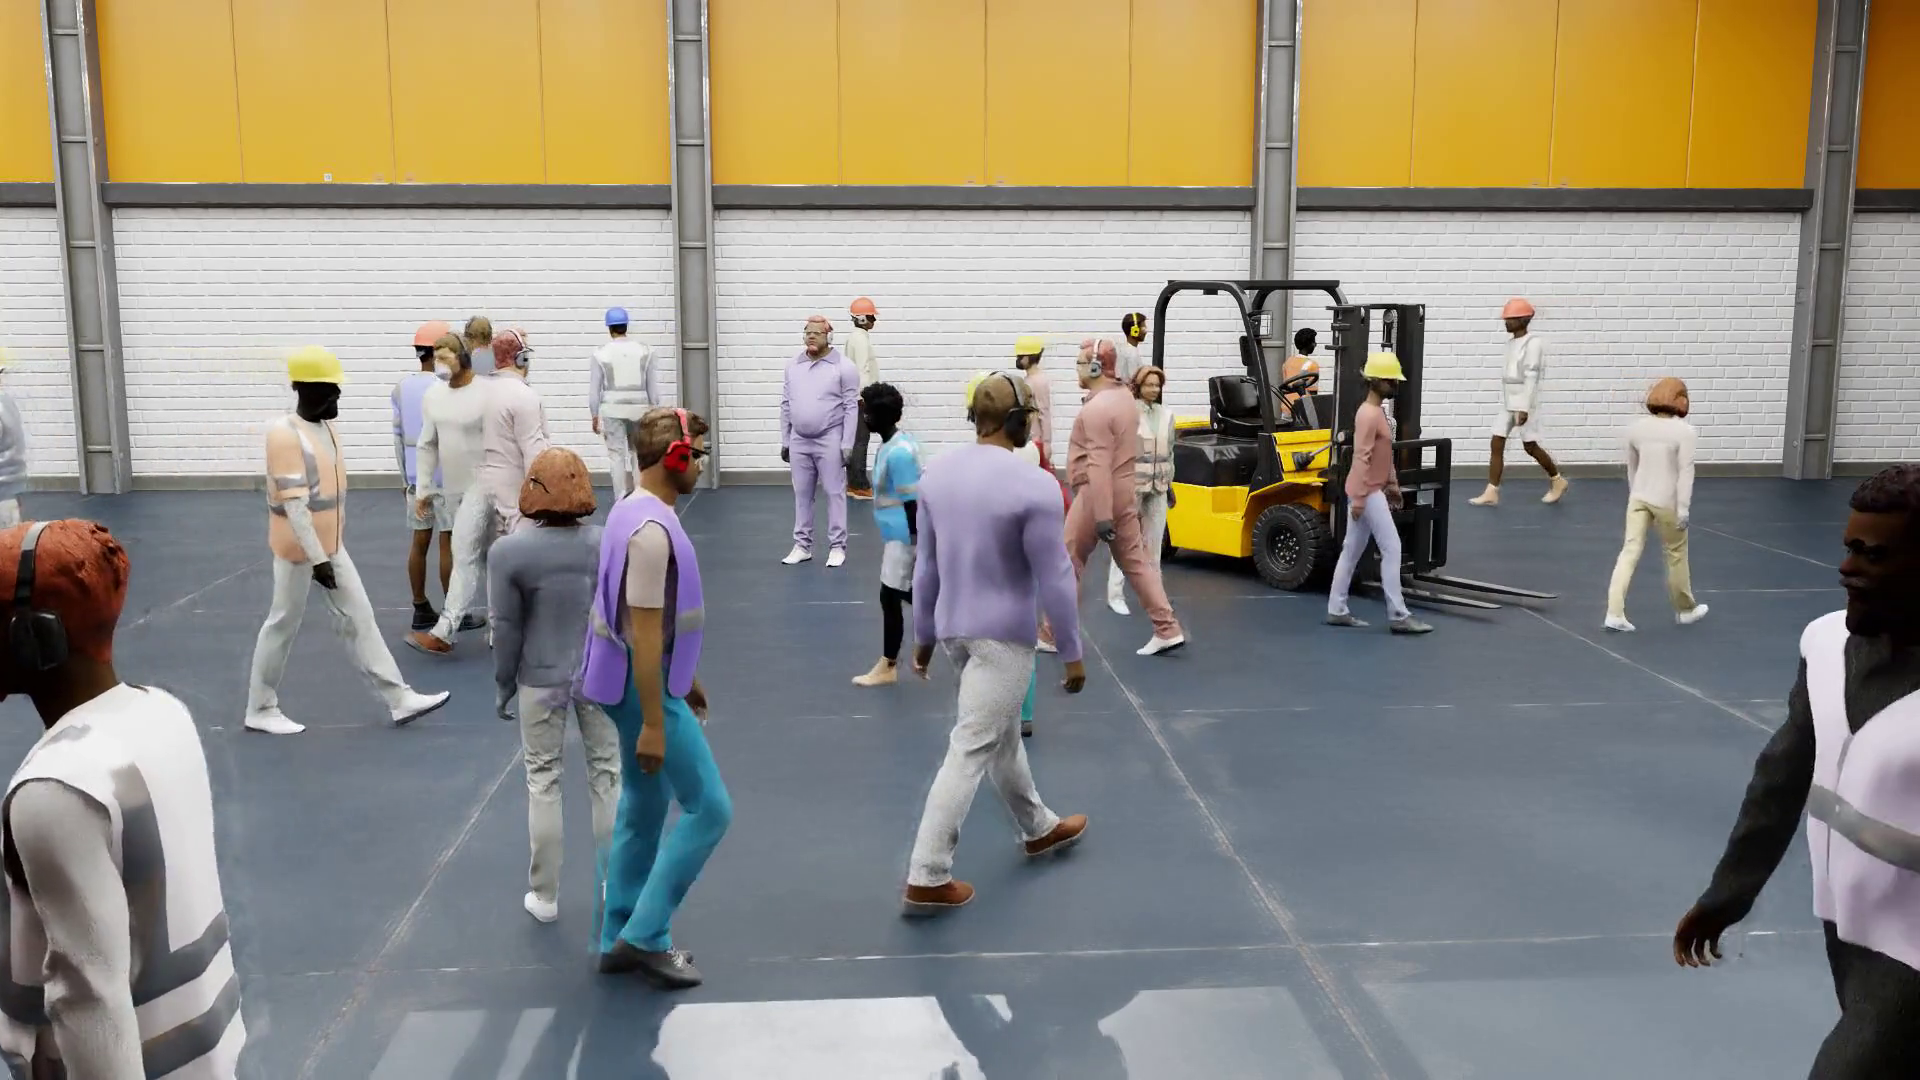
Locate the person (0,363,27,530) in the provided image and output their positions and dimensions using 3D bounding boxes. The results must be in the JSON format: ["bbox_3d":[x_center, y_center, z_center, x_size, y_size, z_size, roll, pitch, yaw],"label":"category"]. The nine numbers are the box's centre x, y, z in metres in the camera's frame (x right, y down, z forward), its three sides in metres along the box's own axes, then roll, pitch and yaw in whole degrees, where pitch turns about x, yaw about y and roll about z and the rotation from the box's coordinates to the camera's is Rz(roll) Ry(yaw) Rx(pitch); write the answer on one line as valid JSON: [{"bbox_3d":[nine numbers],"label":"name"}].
[{"bbox_3d":[-5.897,-0.309,10.261,0.874,1.803,0.600,-3,10,-21],"label":"person"}]

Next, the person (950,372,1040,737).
[{"bbox_3d":[0.146,0.091,7.871,0.523,1.762,0.328,-6,11,-35],"label":"person"}]

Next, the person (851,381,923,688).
[{"bbox_3d":[-0.202,-0.029,8.933,0.716,1.664,0.543,-1,9,-9],"label":"person"}]

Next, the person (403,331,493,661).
[{"bbox_3d":[-2.920,-0.260,9.695,0.624,1.879,1.023,6,11,32],"label":"person"}]

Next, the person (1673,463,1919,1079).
[{"bbox_3d":[1.740,0.783,3.203,1.015,1.862,0.608,-1,9,-4],"label":"person"}]

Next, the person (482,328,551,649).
[{"bbox_3d":[-2.576,-0.278,9.722,0.408,1.907,0.653,-9,13,-44],"label":"person"}]

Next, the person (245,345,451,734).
[{"bbox_3d":[-3.024,0.018,7.963,0.994,1.875,0.599,1,9,6],"label":"person"}]

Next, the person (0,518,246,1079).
[{"bbox_3d":[-1.446,0.876,2.698,0.985,1.829,0.607,-1,9,-6],"label":"person"}]

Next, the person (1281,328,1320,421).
[{"bbox_3d":[3.441,-1.296,16.798,0.322,1.689,0.530,-4,10,-25],"label":"person"}]

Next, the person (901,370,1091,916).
[{"bbox_3d":[0.136,0.342,5.925,1.040,1.883,0.656,-8,12,-42],"label":"person"}]

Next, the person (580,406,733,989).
[{"bbox_3d":[-0.948,0.495,5.165,0.467,1.812,0.596,-3,9,-17],"label":"person"}]

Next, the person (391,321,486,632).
[{"bbox_3d":[-3.252,-0.392,10.360,0.548,1.931,0.381,5,10,26],"label":"person"}]

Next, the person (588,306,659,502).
[{"bbox_3d":[-3.105,-1.184,15.326,0.640,1.928,0.441,-4,10,-24],"label":"person"}]

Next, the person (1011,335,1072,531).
[{"bbox_3d":[0.645,-0.851,13.890,0.906,1.724,0.542,-2,9,-14],"label":"person"}]

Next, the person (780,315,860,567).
[{"bbox_3d":[-1.091,-0.750,12.672,0.643,1.913,0.411,3,10,20],"label":"person"}]

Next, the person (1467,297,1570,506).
[{"bbox_3d":[5.412,-1.310,15.905,0.973,2.015,0.614,-2,9,-14],"label":"person"}]

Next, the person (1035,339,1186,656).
[{"bbox_3d":[0.847,-0.234,9.632,1.003,1.861,0.641,4,10,26],"label":"person"}]

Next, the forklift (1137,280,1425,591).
[{"bbox_3d":[2.301,-0.860,12.475,1.214,2.155,2.313,-6,11,-35],"label":"forklift"}]

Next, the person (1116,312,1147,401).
[{"bbox_3d":[1.610,-1.188,15.545,0.328,1.874,0.518,-1,9,-9],"label":"person"}]

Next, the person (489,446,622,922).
[{"bbox_3d":[-1.348,0.494,5.721,0.503,1.636,0.277,-3,10,-19],"label":"person"}]

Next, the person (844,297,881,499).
[{"bbox_3d":[-0.971,-1.405,16.521,0.379,1.996,0.611,-2,9,-15],"label":"person"}]

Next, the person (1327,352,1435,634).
[{"bbox_3d":[2.651,-0.281,10.284,0.770,1.740,0.527,3,9,16],"label":"person"}]

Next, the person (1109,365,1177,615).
[{"bbox_3d":[1.194,-0.328,10.882,0.521,1.639,0.309,-5,10,-30],"label":"person"}]

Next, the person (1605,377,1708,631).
[{"bbox_3d":[4.361,-0.221,10.379,0.902,1.584,0.509,-6,11,-33],"label":"person"}]

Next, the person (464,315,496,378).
[{"bbox_3d":[-3.662,-0.783,12.881,0.776,1.915,0.638,5,10,29],"label":"person"}]
